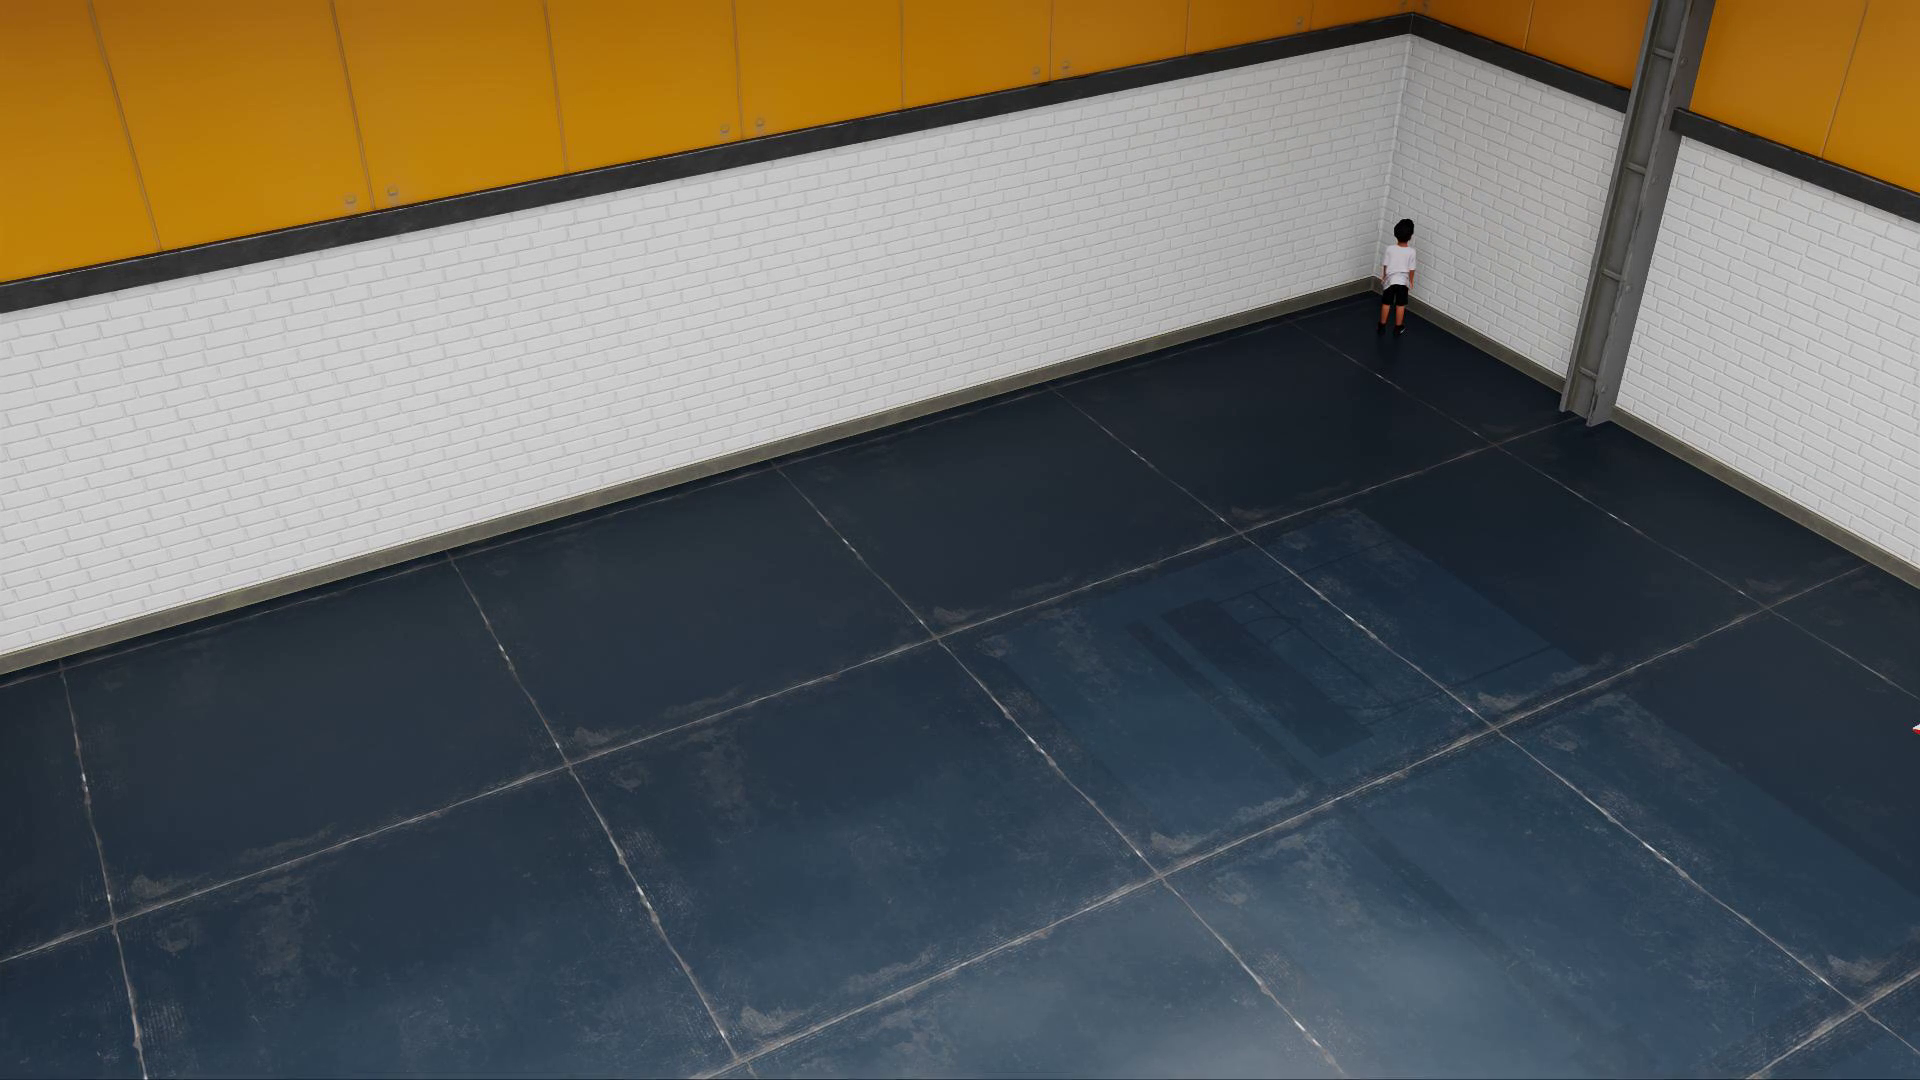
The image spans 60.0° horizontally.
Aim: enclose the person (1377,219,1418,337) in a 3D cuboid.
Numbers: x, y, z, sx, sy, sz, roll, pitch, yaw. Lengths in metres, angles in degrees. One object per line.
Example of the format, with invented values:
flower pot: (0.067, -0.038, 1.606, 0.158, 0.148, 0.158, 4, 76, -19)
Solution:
person: (4.517, -2.710, 17.163, 0.580, 1.262, 0.643, 10, 35, 15)
